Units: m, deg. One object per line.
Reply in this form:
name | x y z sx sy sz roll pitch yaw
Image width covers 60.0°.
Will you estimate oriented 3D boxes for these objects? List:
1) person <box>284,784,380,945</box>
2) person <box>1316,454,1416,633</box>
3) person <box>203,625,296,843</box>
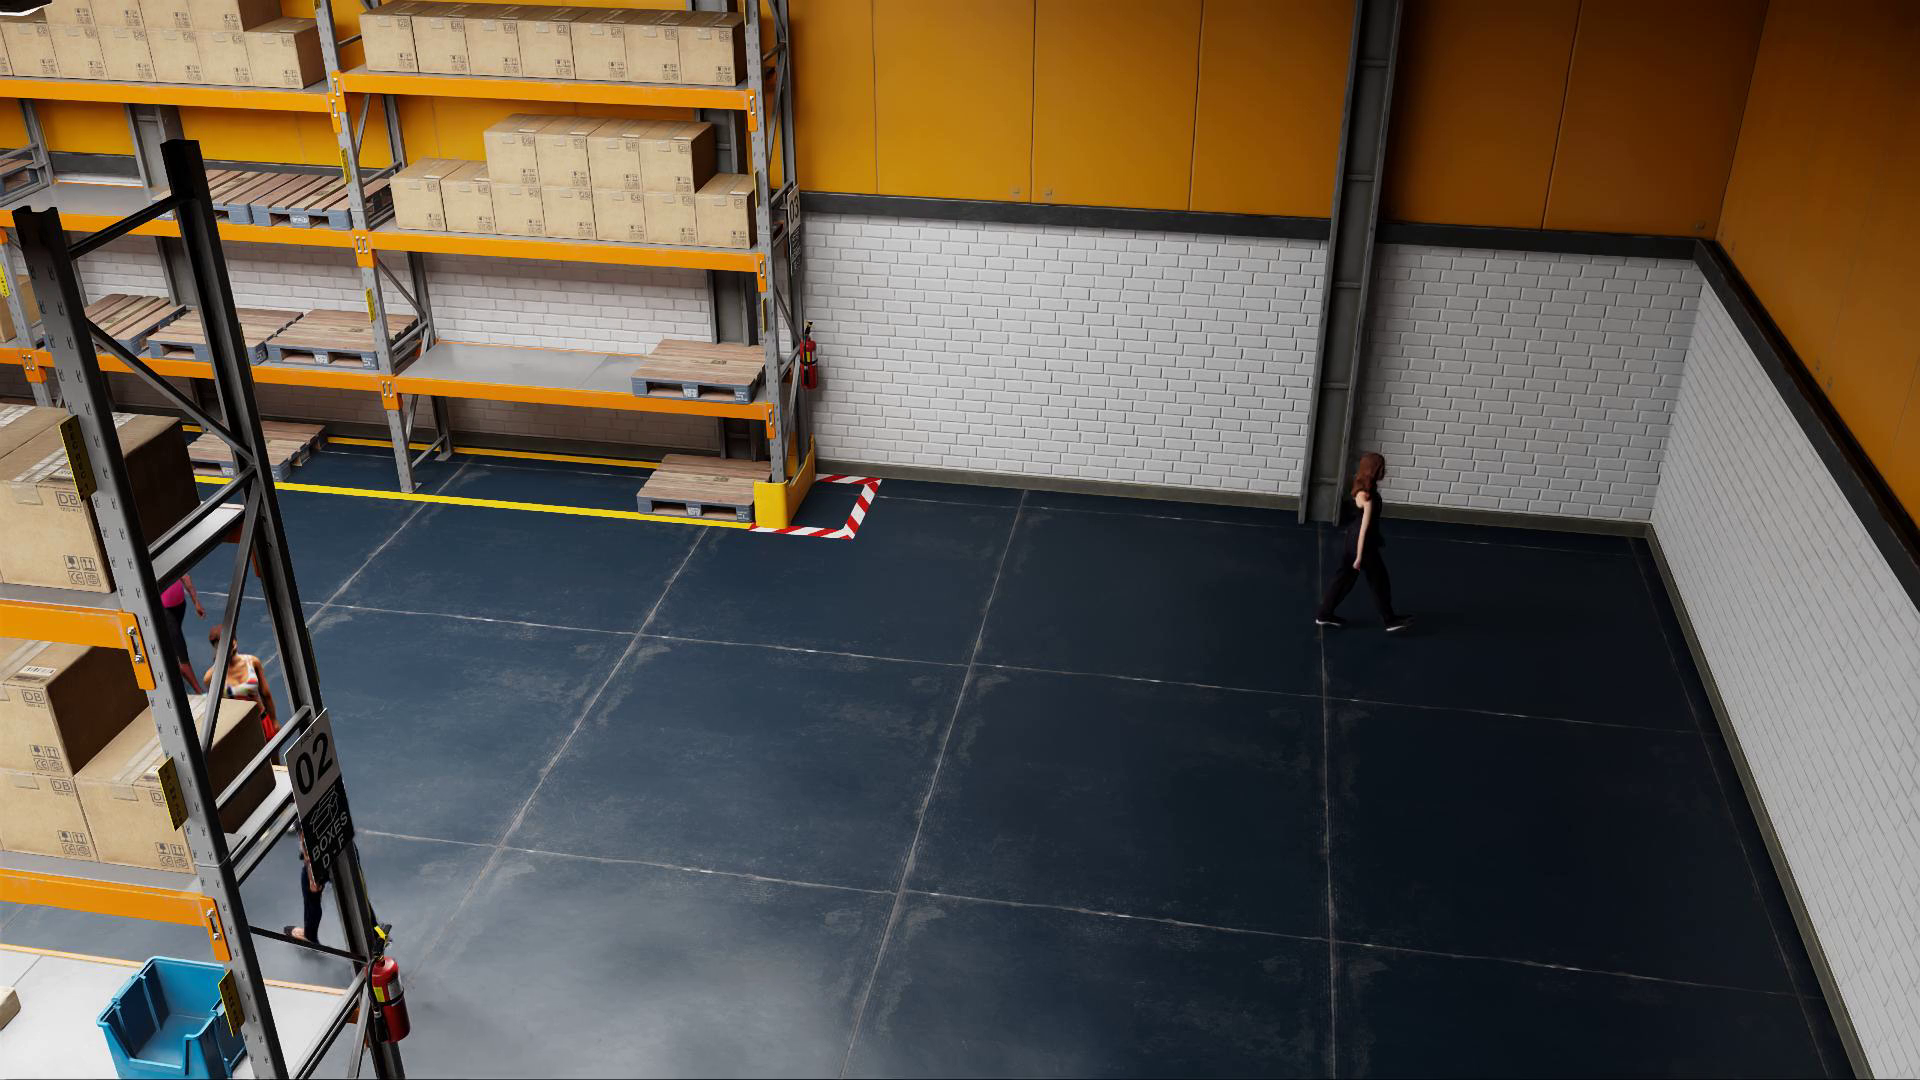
person | -4.000 2.087 10.739 1.063 1.693 0.822 15 32 25
person | 3.405 0.037 14.484 1.084 1.707 0.684 1 29 2
person | -5.113 1.372 11.952 0.668 1.789 0.718 -22 35 -34
